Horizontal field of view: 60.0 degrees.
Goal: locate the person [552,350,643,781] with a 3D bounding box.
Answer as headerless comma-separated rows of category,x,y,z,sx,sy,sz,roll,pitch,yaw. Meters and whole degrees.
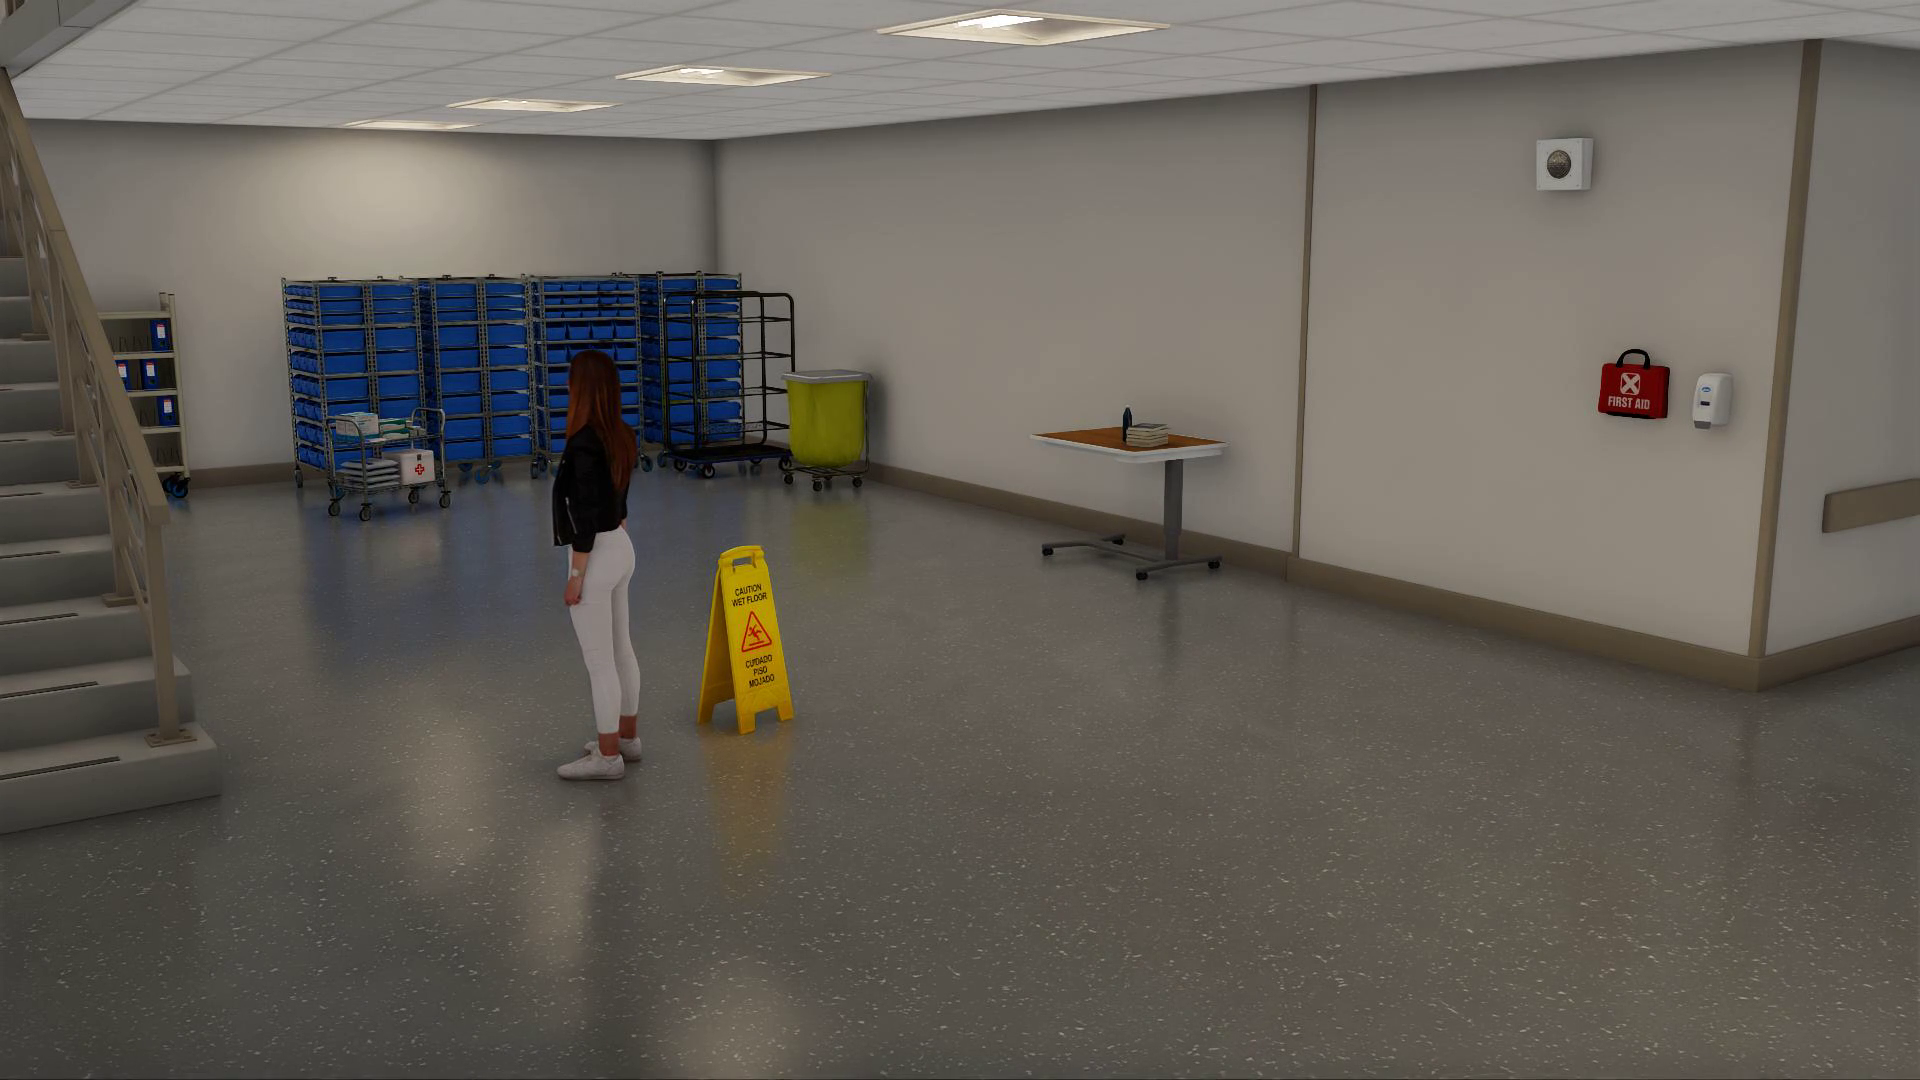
person,-1.430,0.091,6.621,0.722,1.704,0.664,2,11,10
